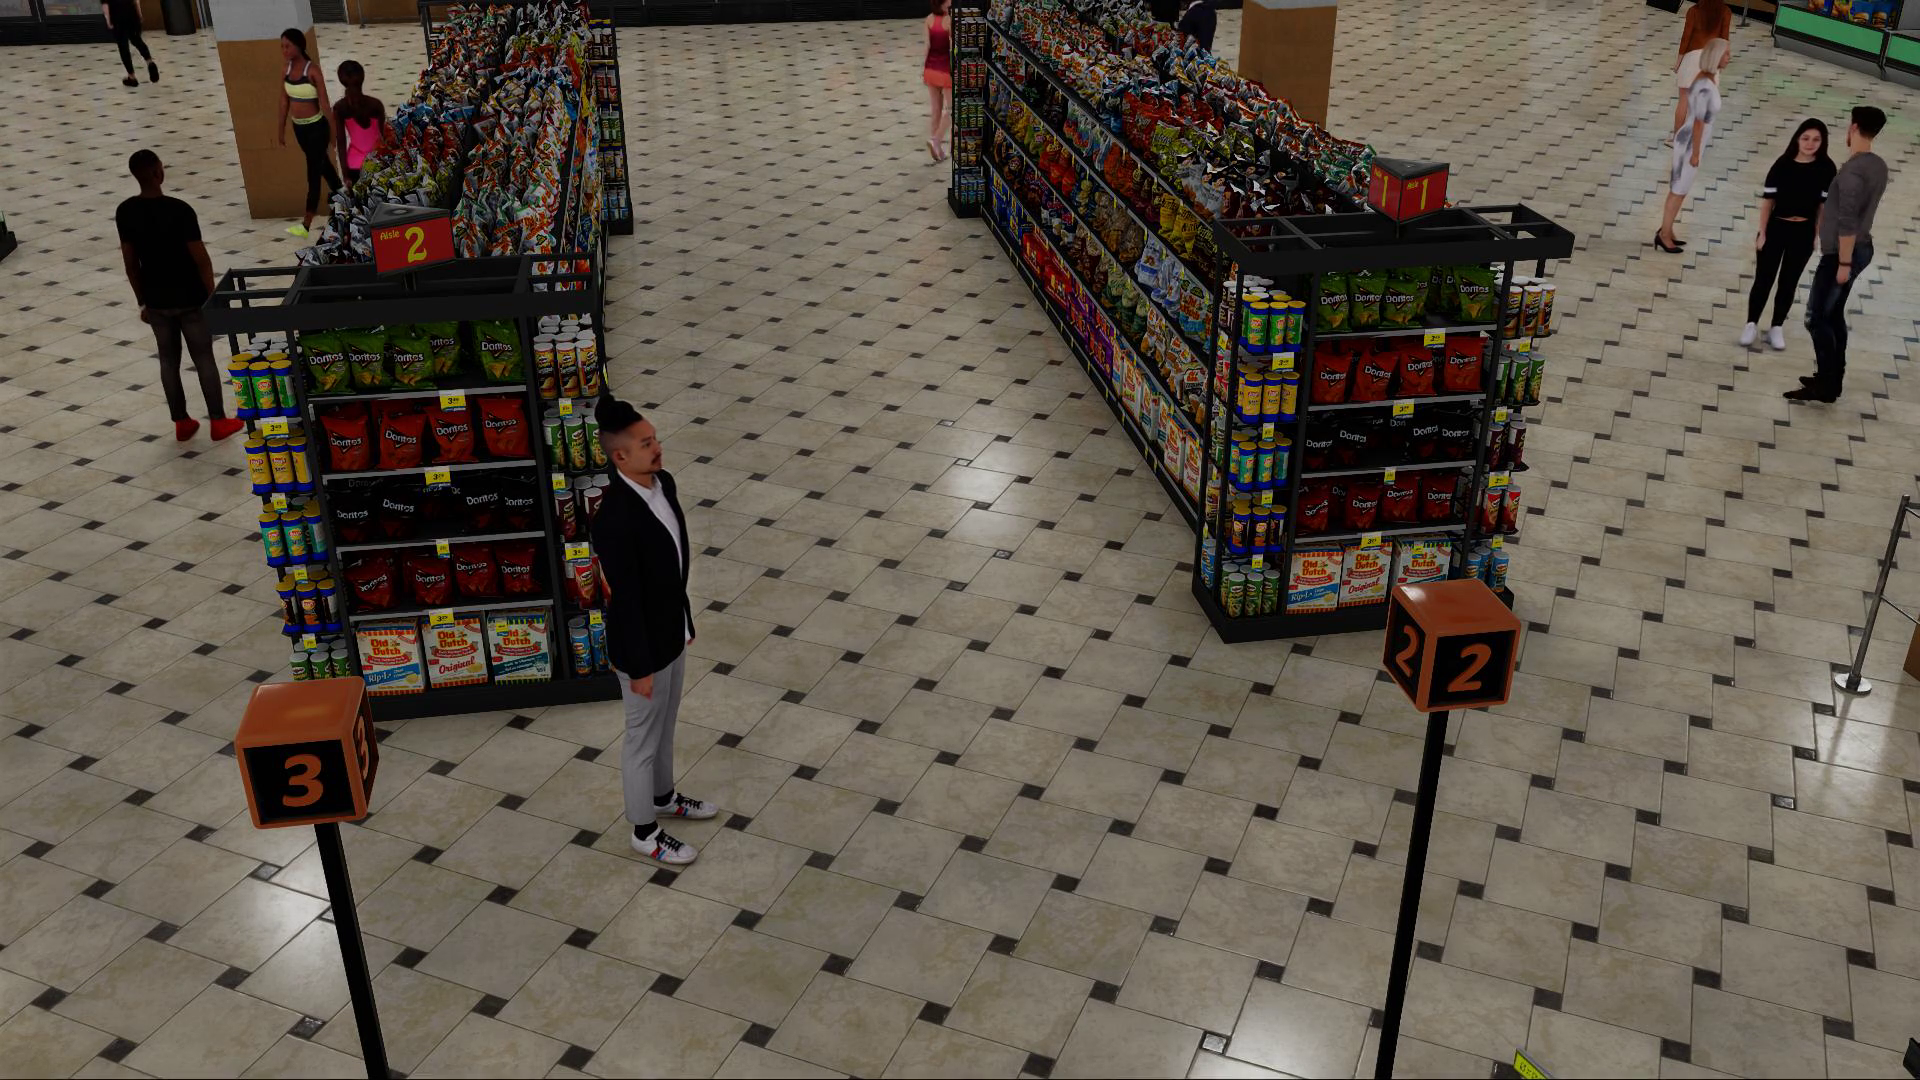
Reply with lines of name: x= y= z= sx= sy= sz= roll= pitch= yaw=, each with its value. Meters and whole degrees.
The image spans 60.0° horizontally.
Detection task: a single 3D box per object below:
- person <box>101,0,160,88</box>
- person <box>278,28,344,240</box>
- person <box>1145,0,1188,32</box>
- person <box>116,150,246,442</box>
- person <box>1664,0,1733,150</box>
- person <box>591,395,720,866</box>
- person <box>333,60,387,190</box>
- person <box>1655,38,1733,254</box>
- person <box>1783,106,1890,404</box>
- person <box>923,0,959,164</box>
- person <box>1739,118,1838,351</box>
person: x=-9.794 y=-6.179 z=19.549 sx=0.984 sy=1.700 sz=0.907 roll=20 pitch=33 yaw=34
person: x=-5.452 y=-3.457 z=14.177 sx=0.989 sy=1.704 sz=1.197 roll=11 pitch=29 yaw=20
person: x=2.508 y=-6.549 z=20.312 sx=0.760 sy=1.671 sz=0.709 roll=2 pitch=27 yaw=3
person: x=-4.805 y=-1.480 z=10.167 sx=0.674 sy=1.804 sz=0.566 roll=-1 pitch=27 yaw=-2
person: x=7.532 y=-4.861 z=16.927 sx=0.695 sy=1.722 sz=0.674 roll=4 pitch=27 yaw=8
person: x=-1.213 y=0.334 z=6.430 sx=0.839 sy=1.950 sz=0.672 roll=5 pitch=27 yaw=9
person: x=-4.603 y=-2.810 z=12.943 sx=0.558 sy=1.666 sz=1.111 roll=-4 pitch=27 yaw=-7
person: x=6.029 y=-3.255 z=13.732 sx=0.711 sy=1.746 sz=0.619 roll=10 pitch=29 yaw=19
person: x=5.743 y=-1.794 z=10.725 sx=0.935 sy=1.861 sz=0.922 roll=14 pitch=30 yaw=26
person: x=-0.213 y=-4.513 z=16.224 sx=0.861 sy=1.736 sz=0.952 roll=13 pitch=30 yaw=23
person: x=5.808 y=-2.151 z=11.677 sx=0.694 sy=1.636 sz=0.709 roll=6 pitch=28 yaw=12
